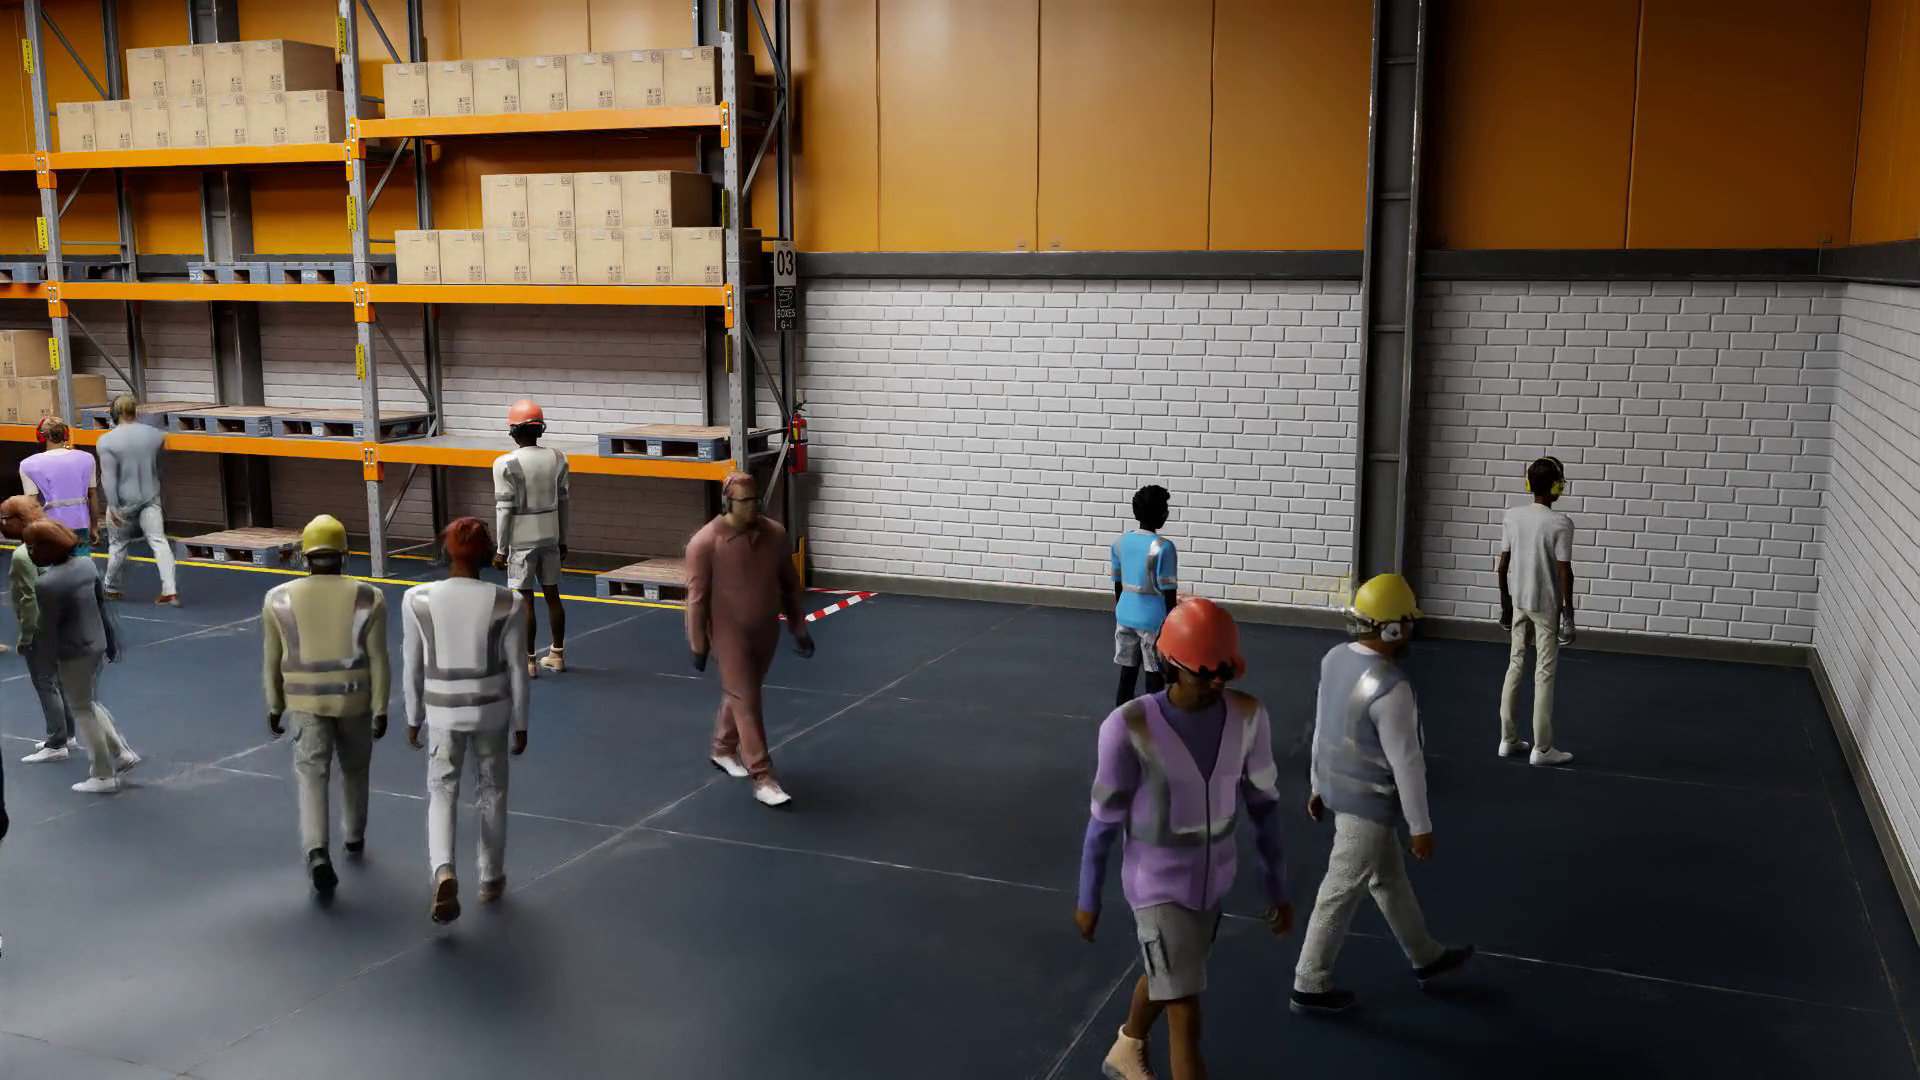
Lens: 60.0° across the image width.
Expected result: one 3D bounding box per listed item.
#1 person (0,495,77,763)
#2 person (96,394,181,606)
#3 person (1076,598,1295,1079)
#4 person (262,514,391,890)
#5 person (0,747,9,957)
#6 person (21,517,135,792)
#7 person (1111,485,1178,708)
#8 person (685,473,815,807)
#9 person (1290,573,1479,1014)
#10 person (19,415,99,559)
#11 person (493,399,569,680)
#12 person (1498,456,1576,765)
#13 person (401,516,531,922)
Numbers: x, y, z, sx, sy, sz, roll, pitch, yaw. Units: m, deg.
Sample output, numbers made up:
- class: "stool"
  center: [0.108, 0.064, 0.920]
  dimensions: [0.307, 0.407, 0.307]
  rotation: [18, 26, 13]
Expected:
- class: "person"
  center: [-5.620, 0.536, 10.124]
  dimensions: [0.276, 1.631, 0.507]
  rotation: [-2, 10, -13]
- class: "person"
  center: [-7.329, -0.347, 14.748]
  dimensions: [1.040, 1.887, 0.637]
  rotation: [7, 12, 35]
- class: "person"
  center: [0.736, 1.130, 5.537]
  dimensions: [0.656, 1.976, 1.092]
  rotation: [-5, 10, -26]
- class: "person"
  center: [-3.092, 0.779, 8.152]
  dimensions: [0.591, 1.804, 0.862]
  rotation: [-3, 10, -18]
- class: "person"
  center: [-4.132, 0.994, 6.619]
  dimensions: [0.619, 1.871, 0.967]
  rotation: [-4, 10, -23]
- class: "person"
  center: [-5.011, 0.657, 9.432]
  dimensions: [0.353, 1.611, 0.562]
  rotation: [1, 9, 4]
- class: "person"
  center: [1.136, 0.508, 10.112]
  dimensions: [0.321, 1.694, 0.529]
  rotation: [-7, 12, -37]
- class: "person"
  center: [-1.215, 0.532, 9.494]
  dimensions: [0.651, 1.859, 0.991]
  rotation: [-8, 12, -41]
- class: "person"
  center: [1.747, 1.024, 6.665]
  dimensions: [0.904, 1.791, 0.619]
  rotation: [-1, 9, -8]
- class: "person"
  center: [-7.066, -0.064, 13.110]
  dimensions: [0.389, 1.848, 0.567]
  rotation: [7, 12, 37]
- class: "person"
  center: [-3.138, -0.003, 12.154]
  dimensions: [0.378, 2.044, 0.607]
  rotation: [8, 12, 41]
- class: "person"
  center: [3.508, 0.426, 10.089]
  dimensions: [0.316, 1.867, 0.531]
  rotation: [-7, 11, -35]
- class: "person"
  center: [-2.271, 0.823, 7.666]
  dimensions: [0.586, 1.870, 0.725]
  rotation: [-2, 9, -9]
